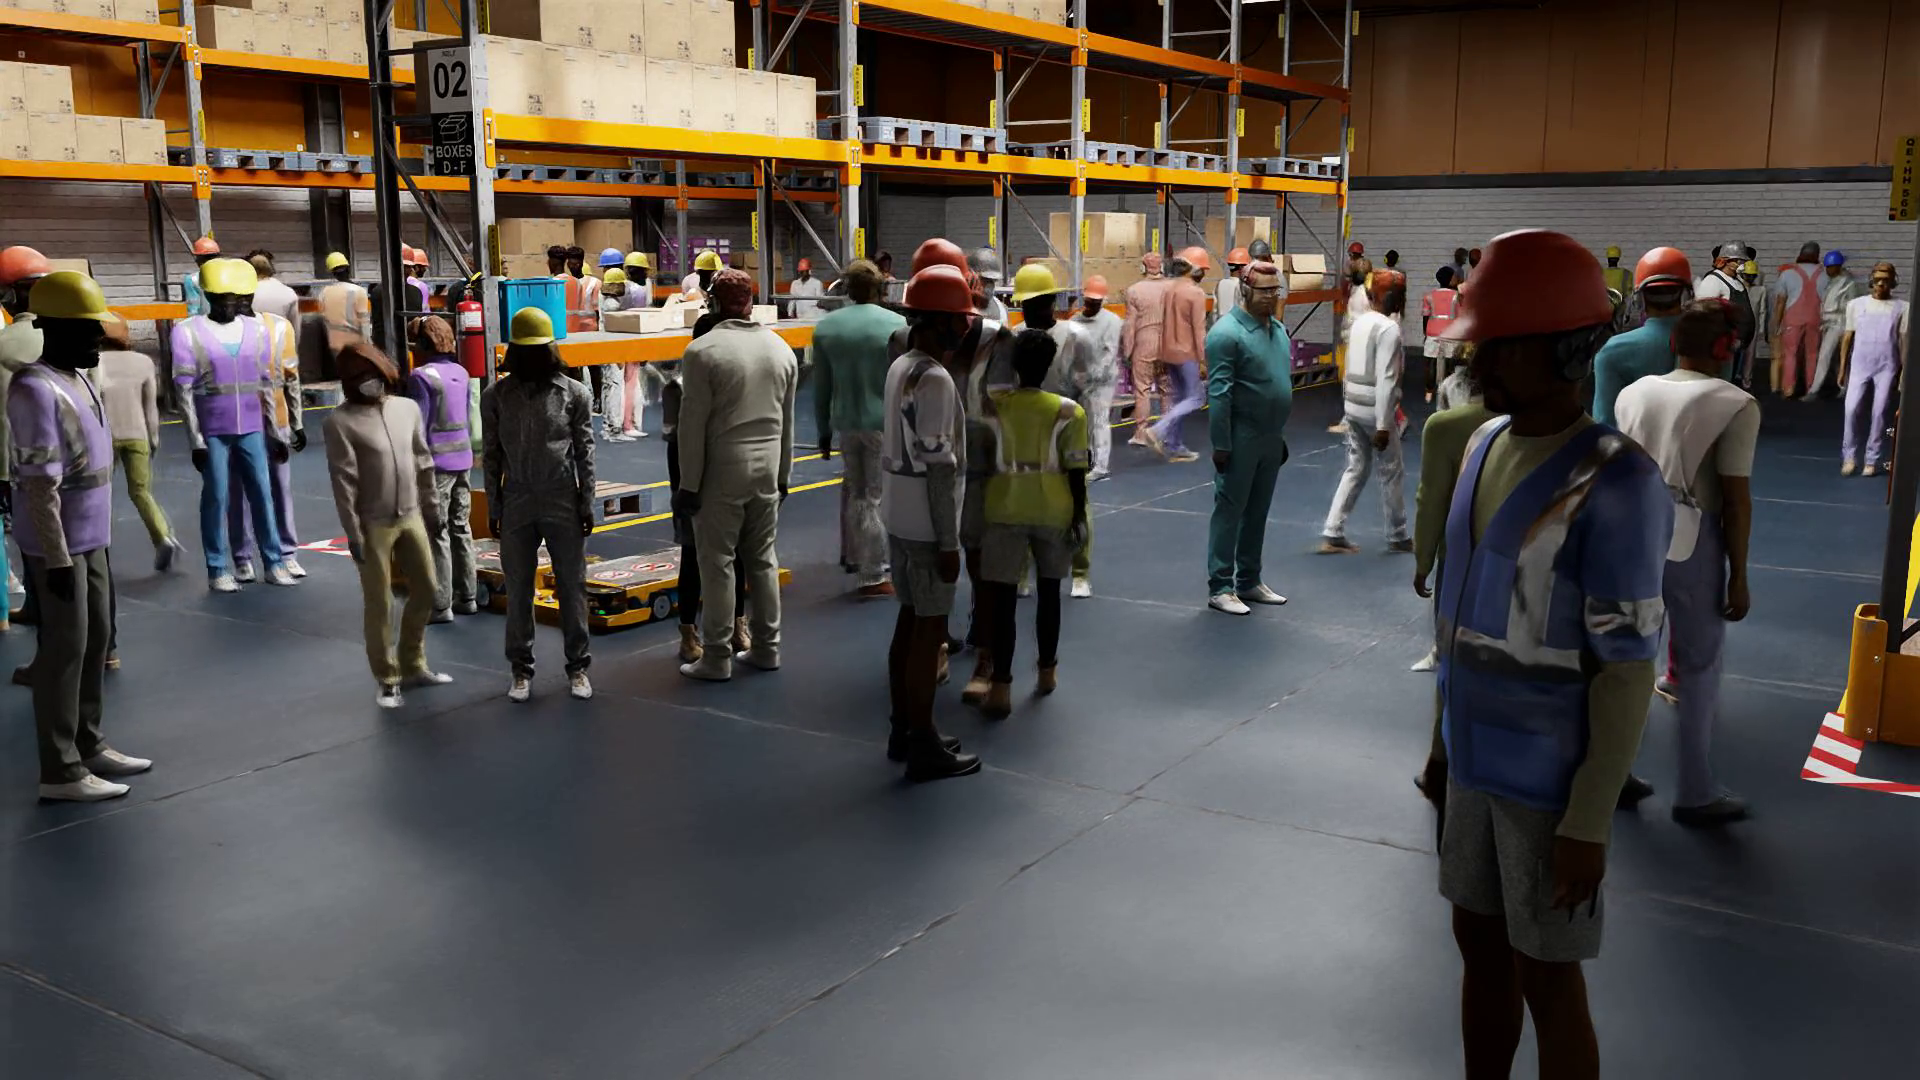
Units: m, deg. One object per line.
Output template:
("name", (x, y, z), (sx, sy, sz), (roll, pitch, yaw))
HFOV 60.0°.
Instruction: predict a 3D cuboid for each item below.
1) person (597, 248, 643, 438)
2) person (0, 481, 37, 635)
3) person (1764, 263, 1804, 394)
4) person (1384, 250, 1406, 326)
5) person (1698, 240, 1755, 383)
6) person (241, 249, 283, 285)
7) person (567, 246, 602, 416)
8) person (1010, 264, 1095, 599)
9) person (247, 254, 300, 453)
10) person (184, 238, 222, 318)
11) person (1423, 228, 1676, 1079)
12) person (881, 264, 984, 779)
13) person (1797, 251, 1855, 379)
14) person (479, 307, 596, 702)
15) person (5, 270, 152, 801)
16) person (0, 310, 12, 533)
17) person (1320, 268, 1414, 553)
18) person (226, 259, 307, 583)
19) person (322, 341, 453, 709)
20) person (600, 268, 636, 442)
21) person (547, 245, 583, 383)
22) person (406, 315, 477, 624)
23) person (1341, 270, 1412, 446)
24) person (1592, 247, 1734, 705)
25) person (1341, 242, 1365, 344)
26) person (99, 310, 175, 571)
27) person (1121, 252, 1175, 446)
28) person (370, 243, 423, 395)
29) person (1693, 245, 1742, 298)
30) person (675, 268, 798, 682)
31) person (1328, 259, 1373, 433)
("person", (-3.495, -2.008, 17.052), (0.413, 1.939, 0.604), (5, 11, 27))
("person", (-4.975, -0.431, 8.582), (0.346, 1.840, 0.502), (5, 11, 26))
("person", (10.827, -2.752, 21.813), (0.592, 1.744, 0.381), (9, 14, 41))
("person", (6.842, -3.681, 26.500), (0.532, 1.869, 0.311), (-2, 10, -9))
("person", (7.742, -2.018, 16.811), (0.679, 2.000, 0.535), (-9, 14, -41))
("person", (-7.211, -2.024, 17.174), (0.623, 1.932, 0.366), (2, 10, 11))
("person", (-4.370, -2.393, 19.132), (0.603, 1.957, 0.386), (2, 10, 11))
("person", (0.482, -0.584, 9.325), (0.586, 1.890, 0.667), (6, 12, 31))
("person", (-6.621, -1.774, 15.877), (0.642, 1.903, 0.905), (-6, 12, -31))
("person", (-8.074, -2.229, 17.975), (0.374, 2.043, 0.614), (7, 12, 34))
("person", (1.074, 0.432, 3.237), (0.379, 2.043, 0.605), (-2, 10, -13))
("person", (-0.101, -0.065, 6.297), (0.386, 1.931, 0.543), (-3, 11, -17))
("person", (12.546, -3.211, 23.914), (0.649, 1.867, 0.915), (-3, 11, -18))
("person", (-1.838, -0.147, 7.293), (0.485, 1.737, 0.320), (-2, 10, -9))
("person", (-3.219, -0.016, 6.071), (0.400, 1.917, 0.595), (-2, 10, -12))
("person", (-6.803, -0.986, 11.351), (0.606, 1.955, 0.386), (-9, 14, -42))
("person", (2.672, -0.805, 10.666), (0.659, 1.870, 0.630), (-3, 11, -14))
("person", (-4.200, -0.700, 9.868), (0.595, 1.913, 0.399), (-7, 13, -35))
("person", (-2.480, -0.067, 7.254), (0.323, 1.604, 0.630), (6, 12, 31))
("person", (-3.466, -1.863, 16.776), (0.306, 1.744, 0.483), (-4, 11, -21))
("person", (-4.501, -2.341, 18.809), (0.368, 1.966, 0.602), (4, 11, 19))
("person", (-2.756, -0.375, 8.847), (0.324, 1.631, 0.523), (2, 10, 13))
("person", (4.178, -1.805, 16.492), (0.815, 1.730, 0.549), (-4, 11, -21))
("person", (2.982, -0.253, 7.169), (0.612, 1.991, 0.392), (-1, 10, -4))
("person", (6.749, -4.114, 28.589), (0.613, 1.986, 0.407), (-4, 11, -23))
("person", (-5.113, -0.595, 10.140), (0.525, 1.598, 0.662), (-9, 14, -41))
("person", (1.894, -1.872, 16.398), (0.639, 1.902, 0.406), (-2, 11, -13))
("person", (-4.941, -1.622, 14.757), (0.392, 1.990, 0.613), (4, 11, 22))
("person", (9.512, -2.720, 20.950), (0.598, 1.958, 0.376), (0, 10, -2))
("person", (-1.048, -0.300, 7.711), (0.400, 1.895, 0.653), (9, 13, 40))
("person", (4.204, -2.019, 17.459), (0.507, 1.835, 0.633), (6, 12, 31))
